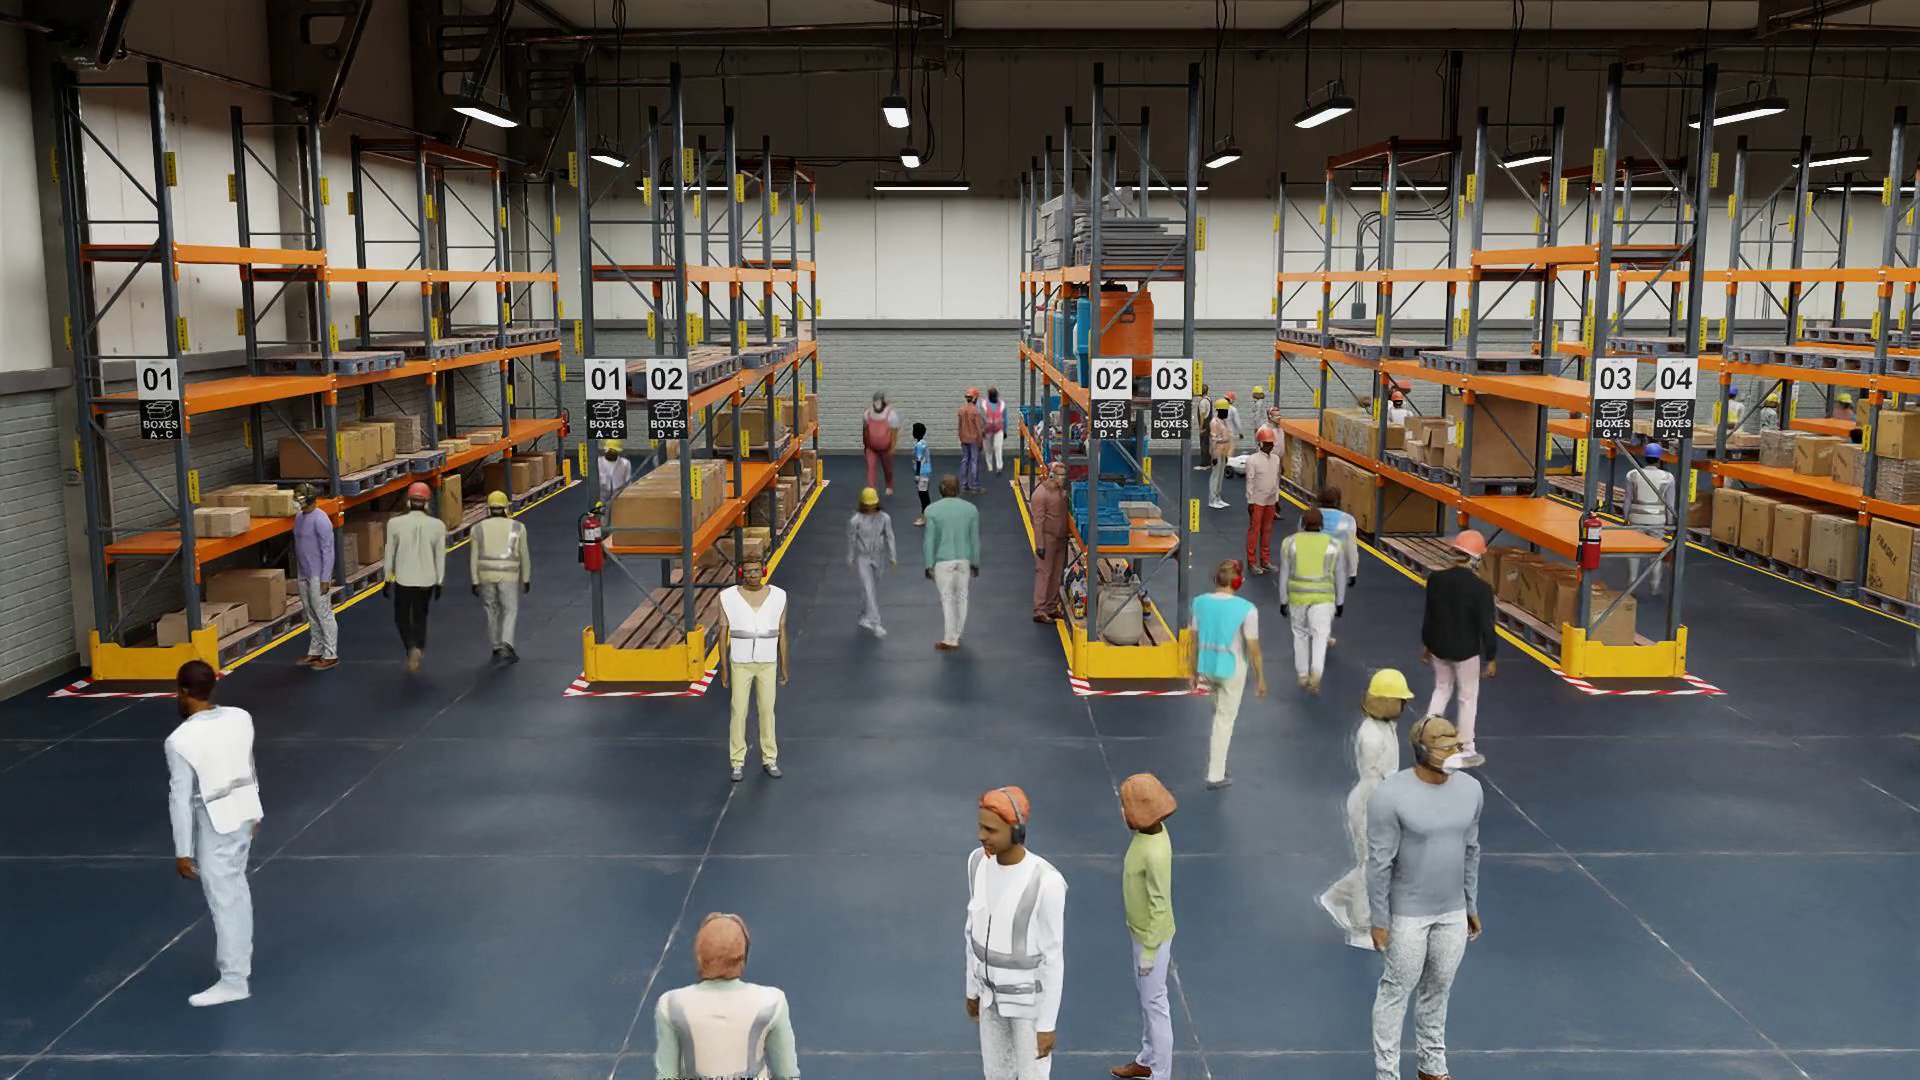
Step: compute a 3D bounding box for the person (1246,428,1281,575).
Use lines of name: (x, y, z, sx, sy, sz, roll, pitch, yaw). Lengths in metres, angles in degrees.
person: (4.151, -0.534, 22.726, 0.612, 1.995, 0.382, -7, 11, -37)

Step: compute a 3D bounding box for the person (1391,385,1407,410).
person: (8.987, -2.275, 34.376, 0.506, 1.861, 0.325, 9, 12, 44)

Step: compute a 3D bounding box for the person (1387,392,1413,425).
person: (8.193, -1.818, 31.210, 0.543, 1.929, 0.387, 0, 9, 3)

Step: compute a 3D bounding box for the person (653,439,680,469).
person: (-4.646, -1.061, 26.464, 0.549, 1.883, 0.985, 0, 9, 2)

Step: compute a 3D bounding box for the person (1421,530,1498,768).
person: (4.100, 0.891, 13.597, 0.470, 1.982, 0.670, -7, 12, -40)

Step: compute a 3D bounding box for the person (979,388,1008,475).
person: (0.690, -2.261, 34.538, 0.615, 1.789, 1.006, 0, 9, -1)

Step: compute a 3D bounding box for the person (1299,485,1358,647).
person: (3.920, 0.323, 17.814, 0.633, 1.816, 0.817, 5, 10, 31)

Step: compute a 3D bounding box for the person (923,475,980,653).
person: (-0.107, 0.250, 18.065, 0.641, 1.899, 0.803, -4, 10, -22)

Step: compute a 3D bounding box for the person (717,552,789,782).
person: (-1.657, 0.999, 13.338, 0.566, 1.846, 0.387, -3, 9, -18)

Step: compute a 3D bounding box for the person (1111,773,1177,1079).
person: (0.901, 1.923, 8.077, 0.279, 1.633, 0.498, 0, 9, -1)

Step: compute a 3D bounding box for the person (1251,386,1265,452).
person: (6.442, -2.465, 35.988, 0.318, 1.737, 0.485, 2, 9, 15)

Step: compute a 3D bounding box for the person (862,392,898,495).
person: (-1.468, -1.787, 30.637, 0.685, 2.000, 1.116, 1, 9, 5)

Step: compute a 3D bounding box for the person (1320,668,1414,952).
person: (2.440, 1.598, 9.887, 0.452, 1.727, 0.498, 5, 10, 27)

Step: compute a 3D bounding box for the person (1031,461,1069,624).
person: (1.088, 0.024, 19.471, 0.401, 1.899, 0.647, 6, 11, 33)

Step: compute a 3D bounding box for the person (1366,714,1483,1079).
person: (2.235, 1.784, 7.993, 0.636, 1.939, 0.365, -4, 10, -21)

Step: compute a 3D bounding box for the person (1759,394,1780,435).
person: (16.329, -2.089, 33.583, 0.325, 1.731, 0.491, 0, 9, -3)

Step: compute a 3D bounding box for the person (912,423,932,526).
person: (-0.630, -1.078, 27.217, 0.322, 1.690, 0.532, 1, 9, 7)

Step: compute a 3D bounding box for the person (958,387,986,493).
person: (0.222, -1.877, 31.363, 0.378, 1.995, 0.608, -8, 12, -43)

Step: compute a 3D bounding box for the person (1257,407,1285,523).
person: (5.191, -1.250, 27.614, 0.410, 1.909, 0.643, 8, 12, 41)

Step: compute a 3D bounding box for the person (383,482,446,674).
person: (-5.481, 0.404, 16.783, 0.641, 1.965, 0.639, -5, 10, -29)

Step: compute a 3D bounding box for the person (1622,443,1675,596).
person: (8.737, -0.260, 21.123, 0.615, 1.942, 0.409, 5, 10, 27)

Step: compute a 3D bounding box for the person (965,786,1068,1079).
person: (0.220, 1.959, 7.088, 0.347, 1.875, 0.578, -8, 12, -40)

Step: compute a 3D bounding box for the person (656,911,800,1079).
person: (-0.879, 2.198, 6.331, 0.544, 1.631, 0.450, -1, 9, -4)

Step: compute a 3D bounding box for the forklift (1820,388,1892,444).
forklift: (20.072, -3.110, 36.462, 1.873, 2.768, 1.129, 0, 9, 0)

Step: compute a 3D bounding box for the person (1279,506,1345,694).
person: (3.411, 0.577, 16.160, 0.632, 1.819, 0.802, 2, 9, 15)

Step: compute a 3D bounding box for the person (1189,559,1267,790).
person: (2.132, 1.048, 13.075, 0.574, 1.822, 0.577, -8, 12, -42)

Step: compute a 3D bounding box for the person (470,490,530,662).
person: (-4.839, 0.389, 17.466, 0.608, 1.798, 0.737, -1, 9, -7)

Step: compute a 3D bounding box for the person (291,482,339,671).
person: (-6.645, 0.368, 17.103, 0.634, 1.937, 0.355, 8, 12, 43)

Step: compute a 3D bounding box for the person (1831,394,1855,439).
person: (17.763, -2.065, 33.416, 0.532, 1.726, 0.872, -3, 9, -17)

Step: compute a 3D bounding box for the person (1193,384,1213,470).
person: (5.159, -2.387, 35.159, 0.348, 1.839, 0.504, 4, 10, 23)

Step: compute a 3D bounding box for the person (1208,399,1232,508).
person: (4.605, -1.523, 29.330, 0.391, 1.921, 0.620, 5, 10, 27)

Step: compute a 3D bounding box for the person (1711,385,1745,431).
person: (15.484, -2.176, 33.587, 0.628, 1.912, 0.934, 6, 11, 33)

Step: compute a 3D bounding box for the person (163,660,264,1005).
person: (-4.156, 1.609, 9.286, 0.502, 1.899, 0.649, 3, 9, 17)

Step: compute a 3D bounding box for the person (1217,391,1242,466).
person: (5.567, -2.223, 34.426, 0.390, 1.735, 0.570, -5, 10, -28)

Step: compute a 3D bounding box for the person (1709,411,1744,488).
person: (13.027, -1.266, 28.084, 0.596, 1.796, 0.866, -1, 9, -5)

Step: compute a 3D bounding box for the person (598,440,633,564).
person: (-4.942, -0.570, 23.570, 0.623, 1.800, 0.502, -2, 9, -13)

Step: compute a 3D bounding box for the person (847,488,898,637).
person: (-1.003, 0.236, 18.791, 0.497, 1.677, 0.951, -5, 10, -27)
